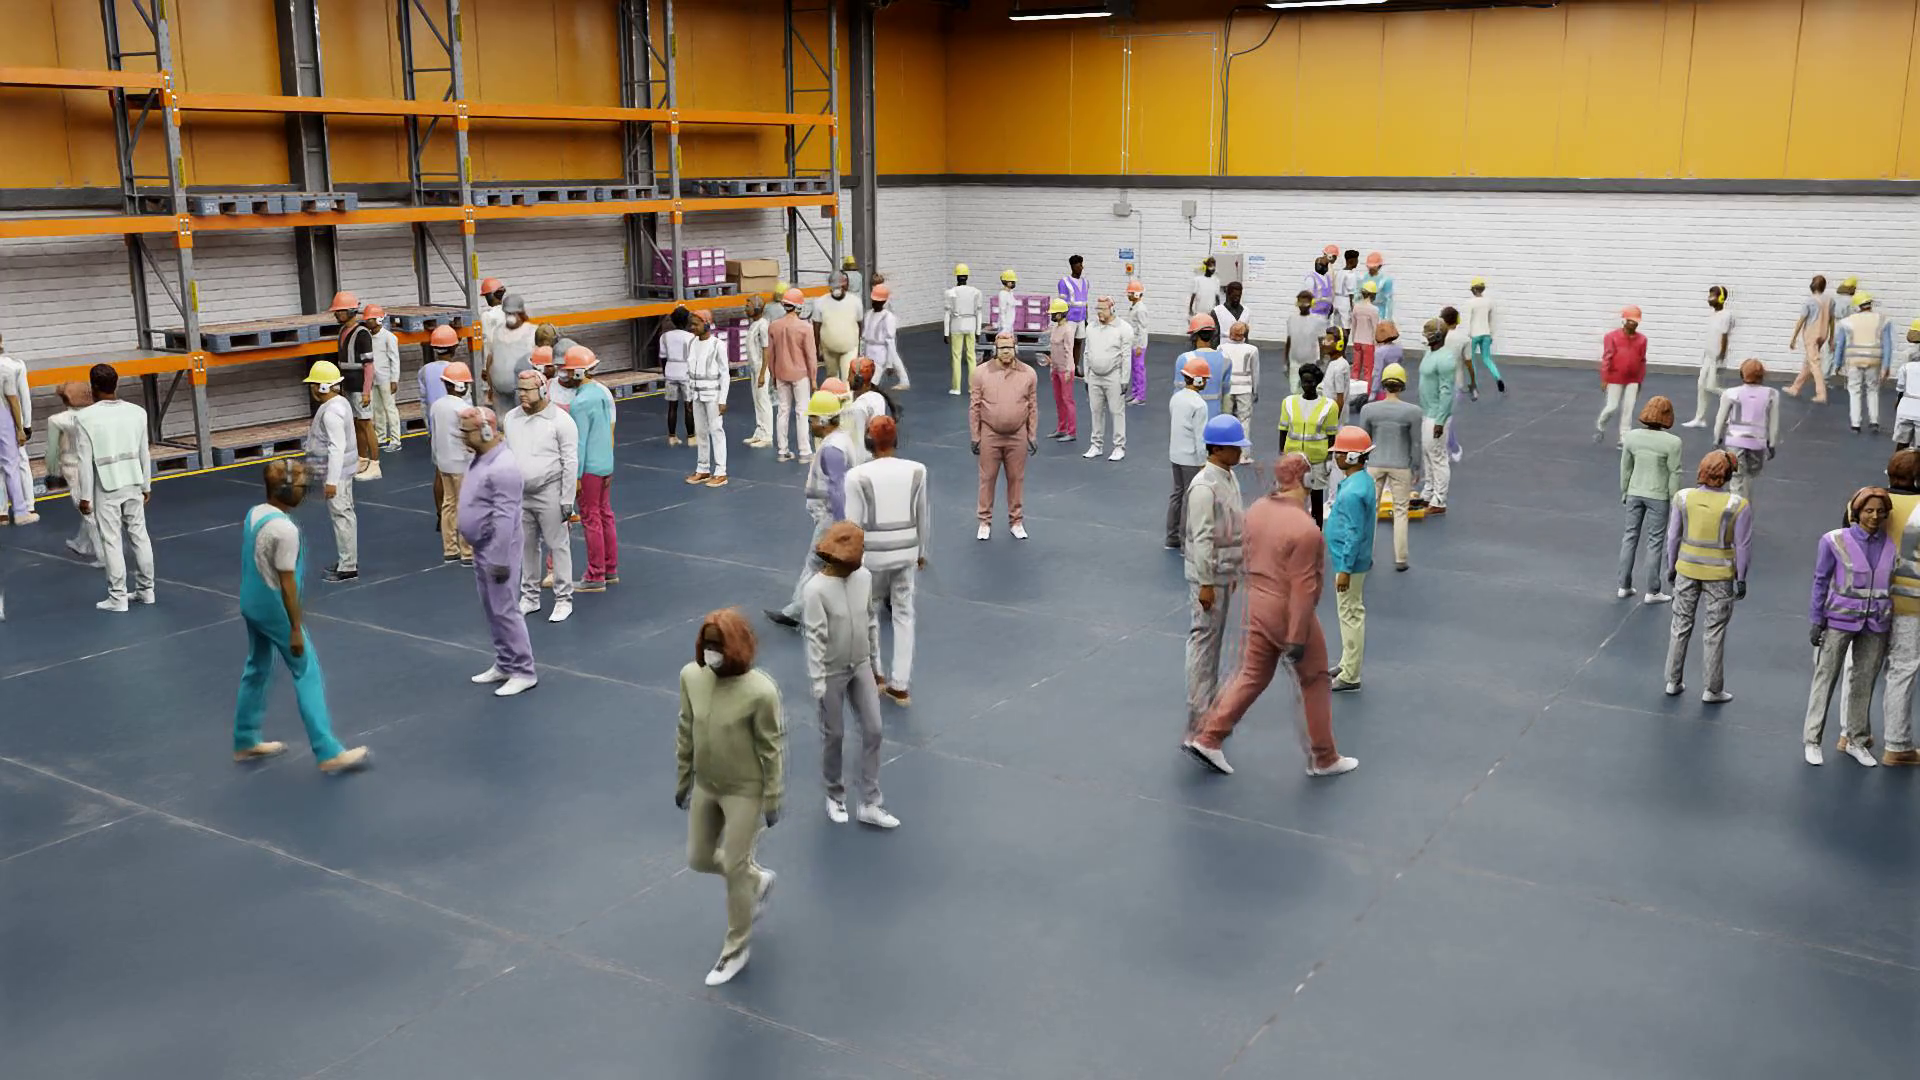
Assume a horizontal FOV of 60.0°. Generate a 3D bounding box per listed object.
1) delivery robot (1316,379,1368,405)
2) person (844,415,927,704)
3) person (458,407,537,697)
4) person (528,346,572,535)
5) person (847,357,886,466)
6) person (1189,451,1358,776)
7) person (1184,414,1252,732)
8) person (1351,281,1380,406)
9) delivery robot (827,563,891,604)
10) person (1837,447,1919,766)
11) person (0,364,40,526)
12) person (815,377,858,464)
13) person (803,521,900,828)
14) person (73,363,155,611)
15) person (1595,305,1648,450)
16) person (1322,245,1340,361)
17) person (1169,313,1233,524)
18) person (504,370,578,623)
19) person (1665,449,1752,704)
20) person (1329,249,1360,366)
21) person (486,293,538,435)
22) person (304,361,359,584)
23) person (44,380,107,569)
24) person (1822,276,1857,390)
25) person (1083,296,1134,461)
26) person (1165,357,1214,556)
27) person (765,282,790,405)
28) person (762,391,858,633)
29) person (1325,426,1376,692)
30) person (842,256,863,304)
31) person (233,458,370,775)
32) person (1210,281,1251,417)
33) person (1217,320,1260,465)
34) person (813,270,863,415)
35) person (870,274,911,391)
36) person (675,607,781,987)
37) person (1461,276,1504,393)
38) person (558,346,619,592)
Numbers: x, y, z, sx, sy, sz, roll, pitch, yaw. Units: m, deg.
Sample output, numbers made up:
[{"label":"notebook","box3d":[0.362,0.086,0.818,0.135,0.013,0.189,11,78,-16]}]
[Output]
[{"label":"delivery robot","box3d":[5.233,-2.067,22.815,0.707,0.478,0.477,-7,15,-26]},{"label":"person","box3d":[-0.475,0.115,10.713,0.612,1.859,0.616,-5,14,-19]},{"label":"person","box3d":[-3.055,0.069,10.842,0.400,1.896,0.650,-9,16,-33]},{"label":"person","box3d":[-3.819,-0.919,15.425,0.331,1.749,0.563,0,13,2]},{"label":"person","box3d":[-0.779,-0.546,13.522,0.355,1.883,0.575,3,13,13]},{"label":"person","box3d":[1.770,0.429,9.352,0.897,1.868,0.641,-6,14,-24]},{"label":"person","box3d":[1.561,0.195,10.165,0.391,1.948,0.605,5,14,21]},{"label":"person","box3d":[5.684,-2.731,23.258,0.316,1.767,0.522,-7,15,-29]},{"label":"delivery robot","box3d":[-0.813,0.232,12.851,0.477,0.478,0.707,-8,15,-31]},{"label":"person","box3d":[5.395,0.377,9.610,0.430,1.845,0.622,-6,14,-24]},{"label":"person","box3d":[-9.135,-1.044,15.779,0.507,1.838,0.351,1,13,4]},{"label":"person","box3d":[-0.993,-0.422,13.262,0.330,1.750,0.573,8,15,30]},{"label":"person","box3d":[-0.571,0.723,8.629,0.562,1.617,0.524,-10,16,-36]},{"label":"person","box3d":[-6.513,-0.406,12.866,0.385,1.912,0.592,7,15,27]},{"label":"person","box3d":[7.929,-1.951,19.919,0.578,1.738,0.540,-2,13,-7]},{"label":"person","box3d":[6.308,-4.074,28.600,0.394,1.985,0.609,-1,13,-5]},{"label":"person","box3d":[2.261,-1.127,15.733,0.615,2.028,0.409,-6,14,-26]},{"label":"person","box3d":[-3.187,-0.332,12.541,0.642,1.909,0.408,5,14,20]},{"label":"person","box3d":[4.786,0.234,10.669,0.306,1.639,0.523,-12,18,-42]},{"label":"person","box3d":[6.461,-3.884,27.857,0.387,1.954,0.606,-3,13,-13]},{"label":"person","box3d":[-4.852,-1.715,18.245,0.697,2.000,0.680,2,13,10]},{"label":"person","box3d":[-5.160,-0.560,13.689,0.403,1.835,0.588,-3,13,-15]},{"label":"person","box3d":[-7.557,-0.563,14.215,0.854,1.597,0.518,7,15,27]},{"label":"person","box3d":[13.262,-3.115,25.005,0.467,1.725,0.519,-5,14,-21]},{"label":"person","box3d":[1.683,-1.873,19.253,0.635,1.900,0.404,9,16,35]},{"label":"person","box3d":[2.050,-0.741,14.677,0.353,1.742,0.564,-4,14,-18]},{"label":"person","box3d":[-2.482,-2.787,23.592,0.494,1.718,0.688,8,15,30]},{"label":"person","box3d":[-1.041,-0.195,12.185,0.854,1.792,0.613,1,13,3]},{"label":"person","box3d":[2.541,0.120,10.913,0.329,1.751,0.572,4,14,16]},{"label":"person","box3d":[-1.948,-4.218,29.793,0.385,1.723,0.504,9,16,35]},{"label":"person","box3d":[-3.820,0.438,9.456,0.708,1.808,0.518,12,18,42]},{"label":"person","box3d":[3.449,-2.351,21.285,0.589,1.915,0.393,-7,15,-28]},{"label":"person","box3d":[3.148,-1.674,18.946,0.523,1.638,0.311,6,14,23]},{"label":"person","box3d":[-1.652,-2.721,22.610,0.686,2.000,1.046,-1,13,-3]},{"label":"person","box3d":[-1.167,-3.066,24.693,0.954,1.771,0.581,-6,14,-24]},{"label":"person","box3d":[-0.967,1.056,7.131,0.511,1.620,0.526,7,15,29]},{"label":"person","box3d":[7.695,-3.003,24.500,0.551,1.741,0.643,-6,14,-23]},{"label":"person","box3d":[-2.998,-0.574,13.420,0.407,1.987,0.615,2,13,9]}]
